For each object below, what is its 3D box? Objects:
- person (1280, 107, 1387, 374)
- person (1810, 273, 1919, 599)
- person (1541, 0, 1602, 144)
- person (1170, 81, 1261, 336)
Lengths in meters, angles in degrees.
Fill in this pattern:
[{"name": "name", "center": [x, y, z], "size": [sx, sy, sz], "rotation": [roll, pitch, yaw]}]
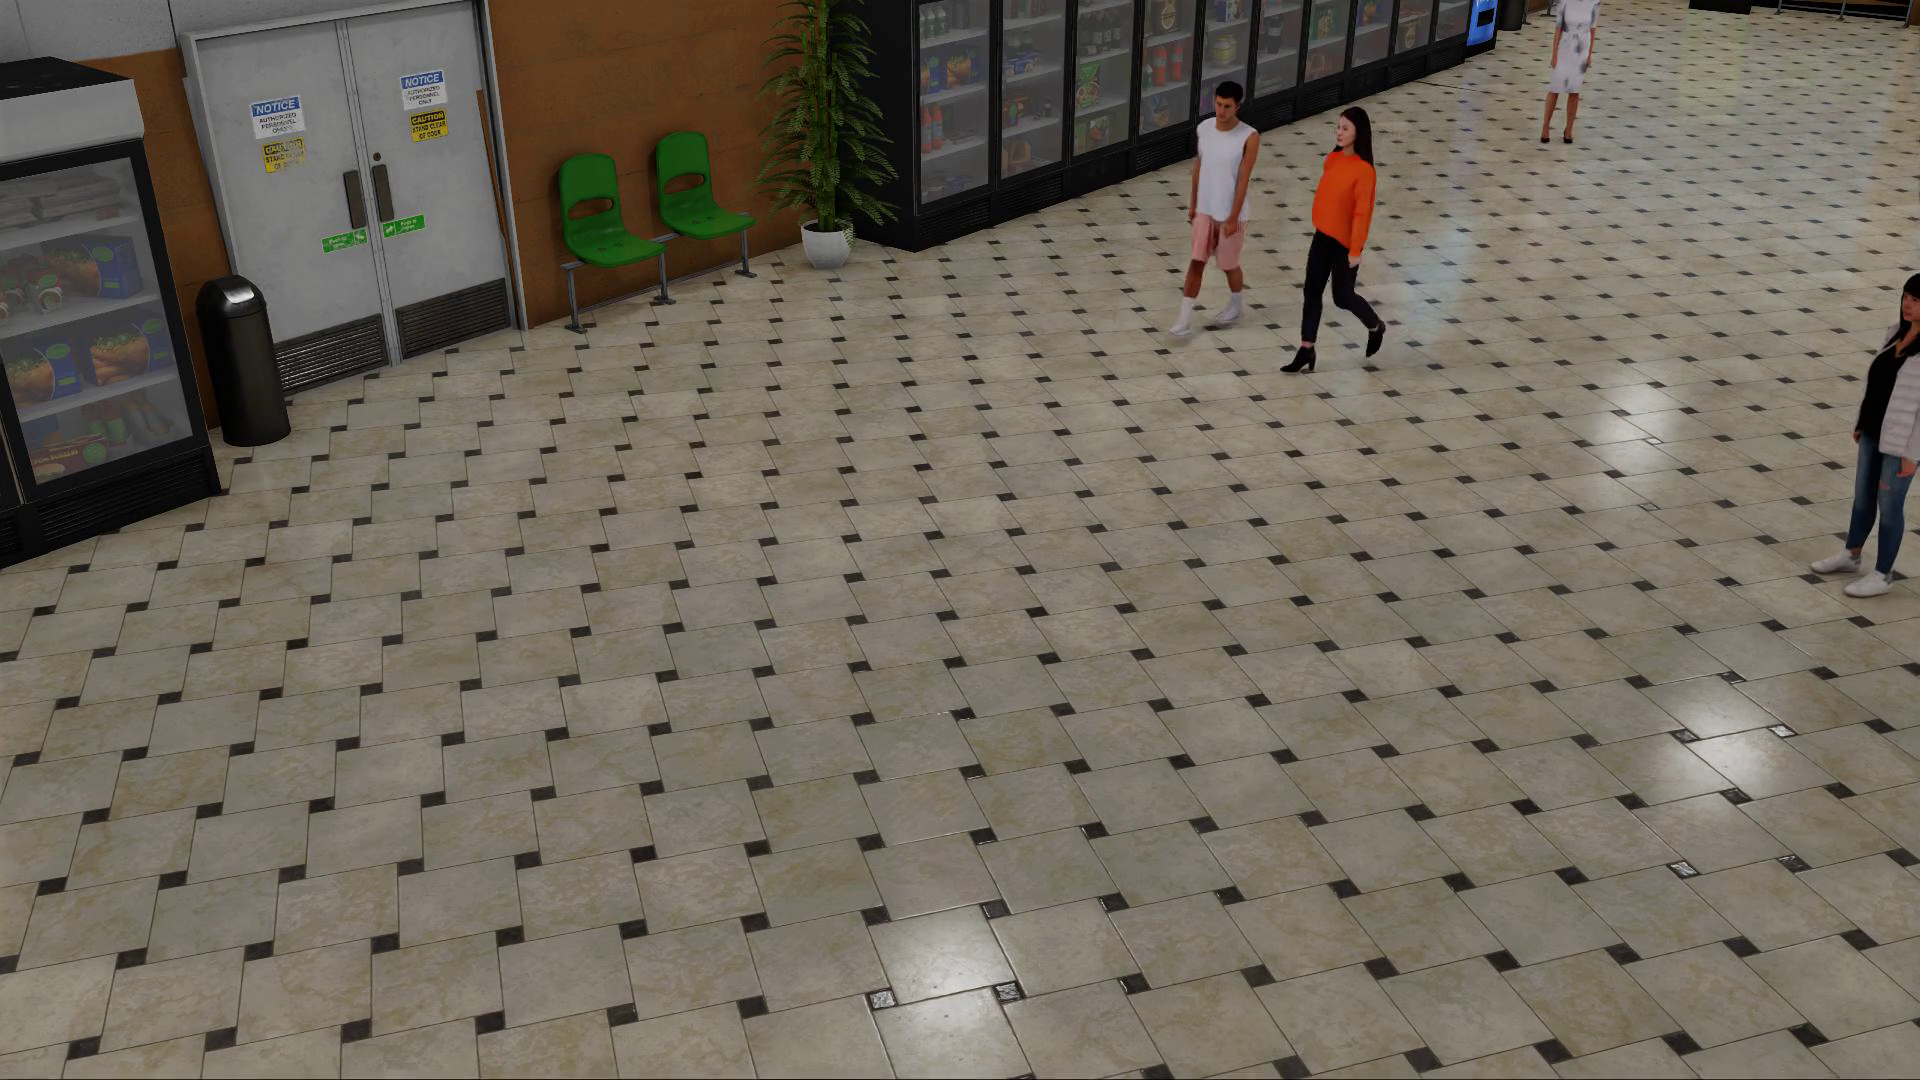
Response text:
[{"name": "person", "center": [2.504, -1.908, 10.710], "size": [0.950, 1.732, 1.026], "rotation": [-11, 29, -21]}, {"name": "person", "center": [4.553, -0.522, 8.084], "size": [0.776, 1.635, 0.693], "rotation": [-6, 27, -11]}, {"name": "person", "center": [6.023, -4.797, 16.388], "size": [0.620, 1.748, 0.705], "rotation": [2, 27, 3]}, {"name": "person", "center": [1.849, -2.253, 11.390], "size": [0.968, 1.732, 0.756], "rotation": [22, 34, 37]}]
